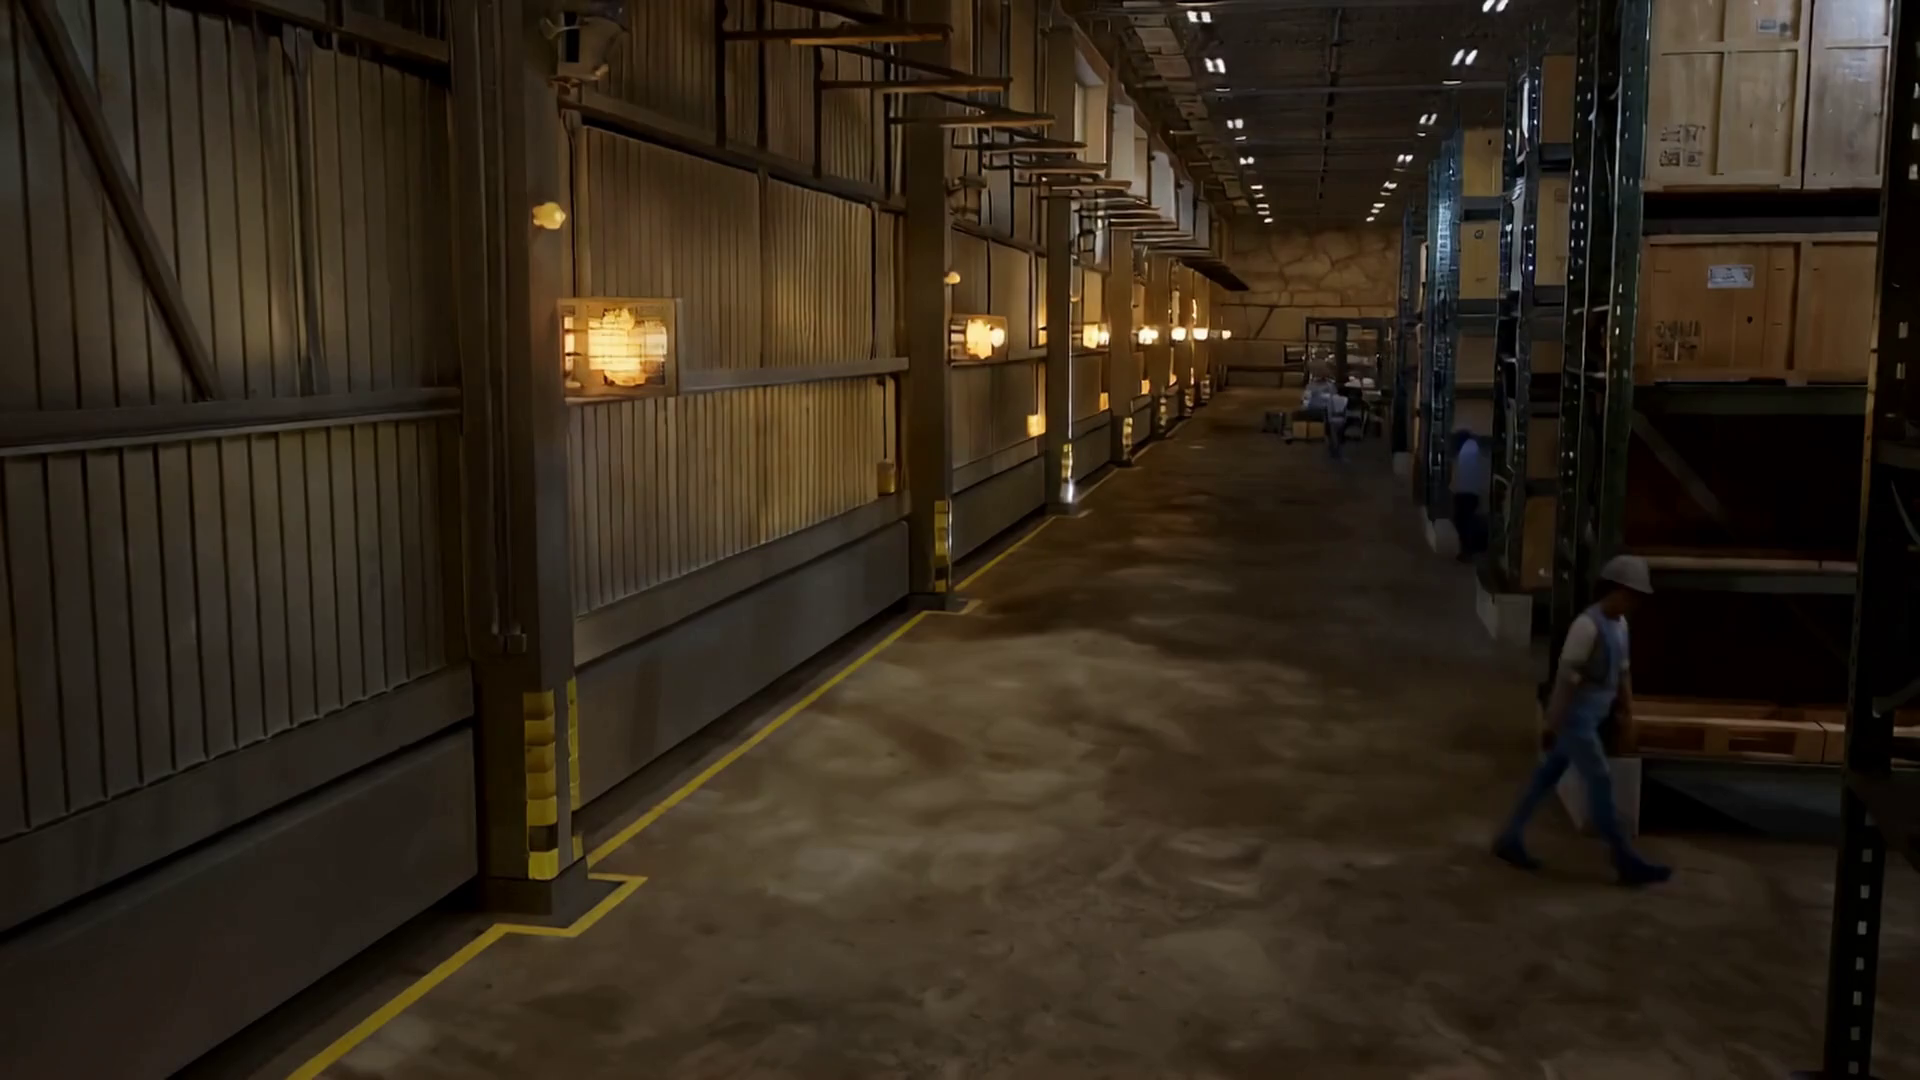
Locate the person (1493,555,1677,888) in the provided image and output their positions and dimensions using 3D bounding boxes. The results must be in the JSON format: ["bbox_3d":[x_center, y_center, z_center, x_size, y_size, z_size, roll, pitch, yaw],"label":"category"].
[{"bbox_3d":[3.569,1.000,9.433,1.090,1.850,0.541,5,9,35],"label":"person"}]

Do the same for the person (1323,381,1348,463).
[{"bbox_3d":[8.870,-2.772,39.319,0.612,1.943,0.410,-2,7,-14],"label":"person"}]

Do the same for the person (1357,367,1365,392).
[{"bbox_3d":[14.932,-5.530,61.838,0.594,1.828,0.577,1,7,6],"label":"person"}]

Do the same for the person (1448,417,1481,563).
[{"bbox_3d":[6.732,-0.661,22.235,0.438,1.976,0.632,1,7,7],"label":"person"}]
